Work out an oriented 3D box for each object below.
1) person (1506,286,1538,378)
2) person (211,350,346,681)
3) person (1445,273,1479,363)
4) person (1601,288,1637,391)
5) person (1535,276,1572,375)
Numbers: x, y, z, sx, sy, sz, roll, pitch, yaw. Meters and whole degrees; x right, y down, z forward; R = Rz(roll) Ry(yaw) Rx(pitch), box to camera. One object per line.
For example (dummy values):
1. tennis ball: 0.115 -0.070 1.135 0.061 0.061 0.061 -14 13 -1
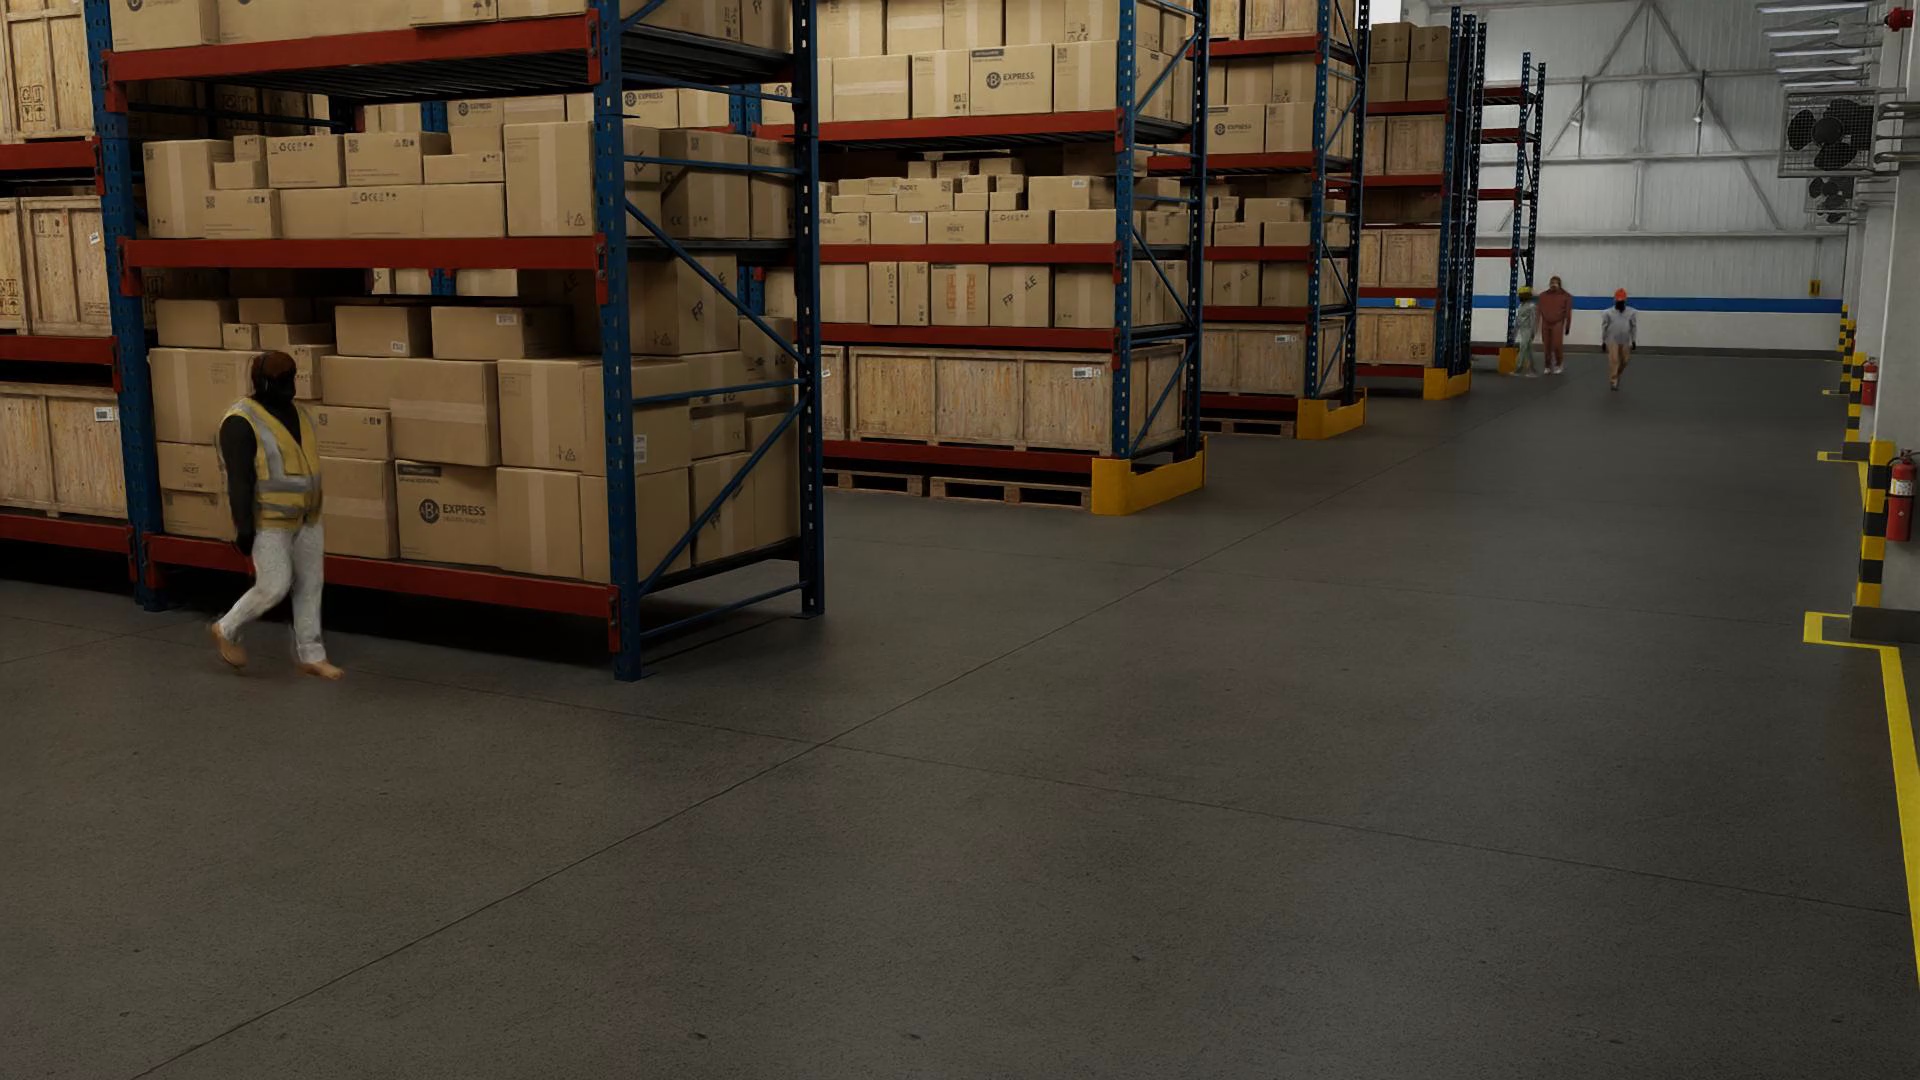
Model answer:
1. person: 10.531 -3.893 31.184 0.809 1.700 0.493 -1 10 -7
2. person: -3.741 -0.125 9.048 0.666 1.822 0.628 3 10 19
3. person: 10.508 -4.734 35.378 1.026 1.950 0.613 5 11 26
4. person: 11.215 -3.420 28.337 0.579 1.738 0.531 1 10 6
5. person: 11.377 -4.119 31.979 0.645 1.885 0.642 7 12 37
